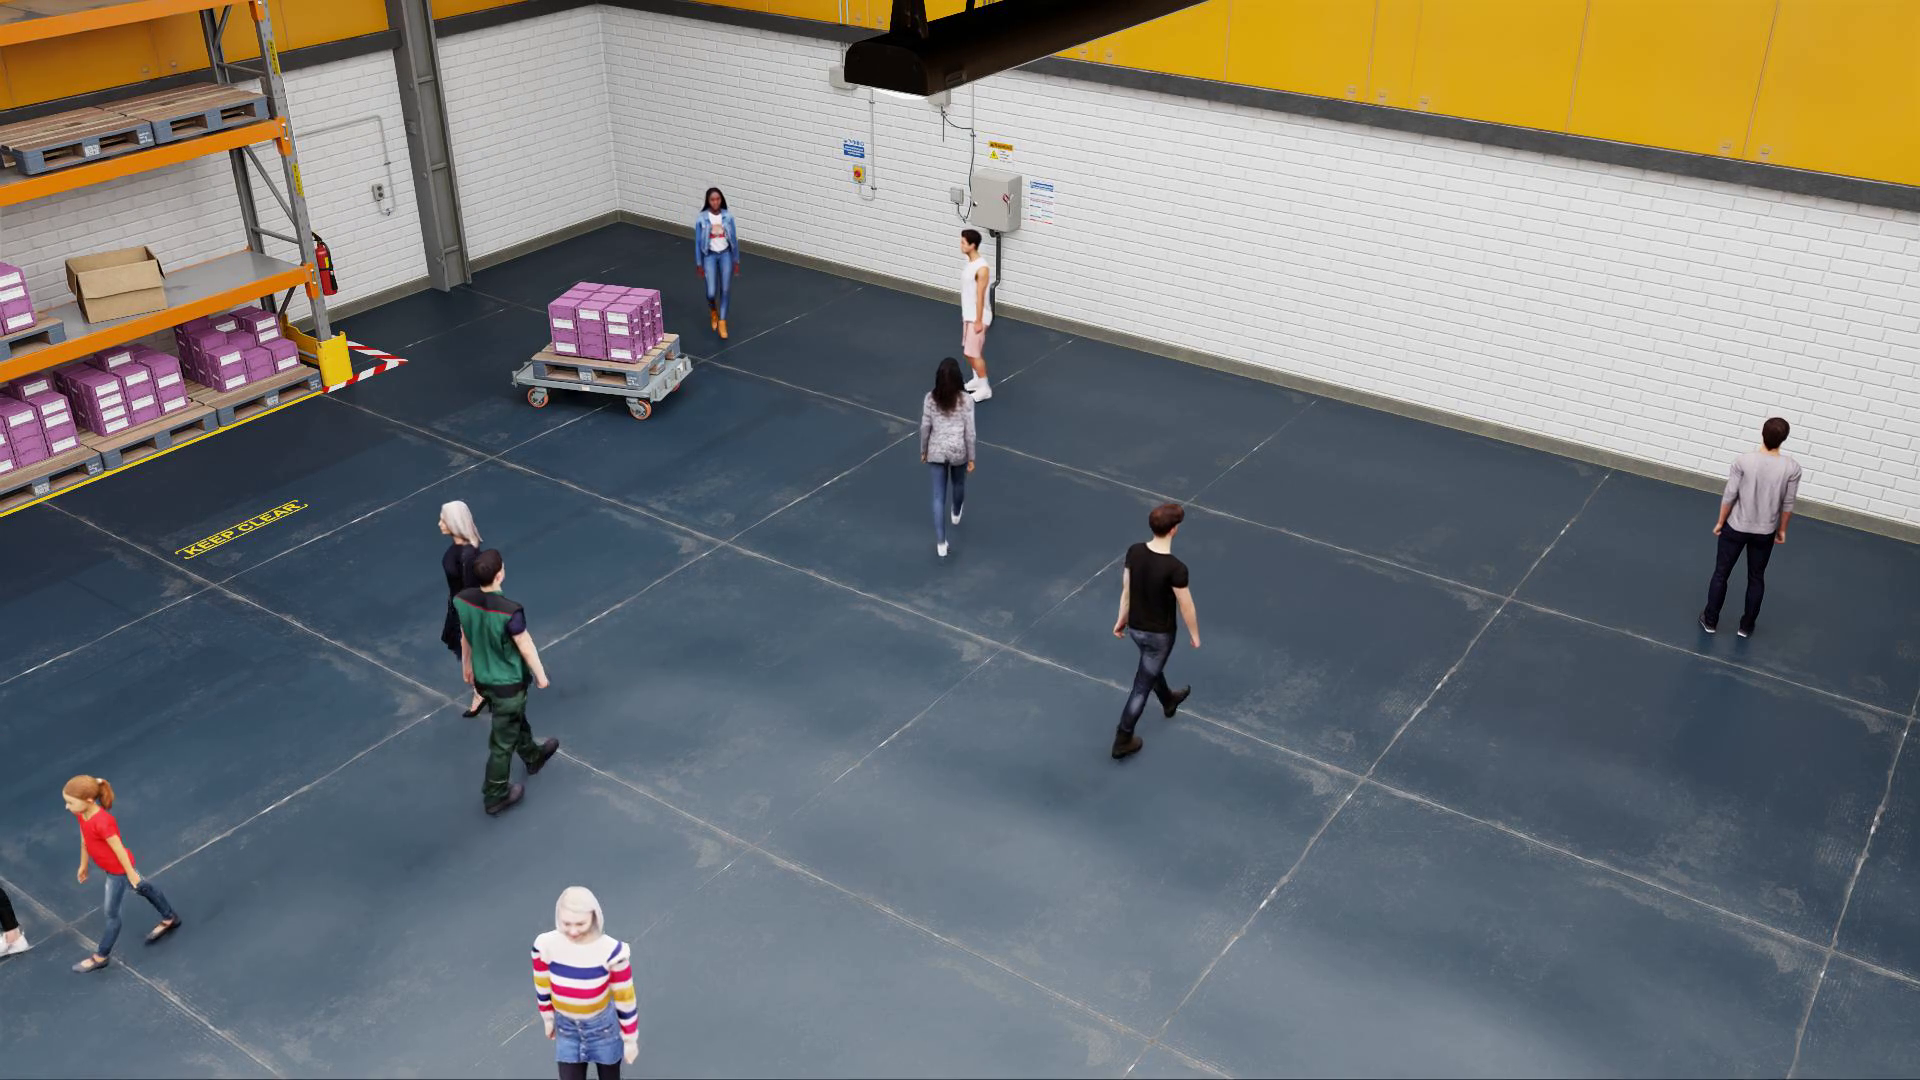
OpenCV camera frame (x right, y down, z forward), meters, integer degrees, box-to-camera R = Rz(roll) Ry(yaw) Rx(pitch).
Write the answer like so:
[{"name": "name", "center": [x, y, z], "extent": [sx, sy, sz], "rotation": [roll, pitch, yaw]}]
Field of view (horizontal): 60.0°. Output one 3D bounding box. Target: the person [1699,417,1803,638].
[{"name": "person", "center": [6.122, -0.106, 12.879], "extent": [0.723, 1.843, 0.645], "rotation": [9, 30, 15]}]

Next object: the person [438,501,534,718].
[{"name": "person", "center": [-3.409, 0.498, 11.888], "extent": [0.968, 1.732, 0.844], "rotation": [-13, 31, -23]}]

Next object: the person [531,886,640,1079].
[{"name": "person", "center": [-1.830, 2.403, 8.339], "extent": [0.945, 1.786, 1.055], "rotation": [2, 29, 3]}]

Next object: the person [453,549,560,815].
[{"name": "person", "center": [-3.069, 0.966, 10.889], "extent": [0.743, 1.867, 1.031], "rotation": [16, 32, 27]}]

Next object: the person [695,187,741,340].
[{"name": "person", "center": [-2.714, -3.110, 18.531], "extent": [0.770, 1.704, 0.838], "rotation": [-9, 30, -16]}]

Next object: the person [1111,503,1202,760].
[{"name": "person", "center": [1.263, 0.673, 11.445], "extent": [1.233, 1.850, 0.850], "rotation": [-25, 38, -38]}]

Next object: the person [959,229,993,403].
[{"name": "person", "center": [0.184, -2.301, 16.973], "extent": [0.794, 1.776, 0.748], "rotation": [-9, 30, -15]}]

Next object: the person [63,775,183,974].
[{"name": "person", "center": [-4.912, 1.890, 9.809], "extent": [0.562, 1.279, 0.898], "rotation": [24, 37, 37]}]

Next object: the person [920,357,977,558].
[{"name": "person", "center": [-0.117, -0.676, 14.091], "extent": [1.044, 1.683, 1.237], "rotation": [2, 29, 3]}]
